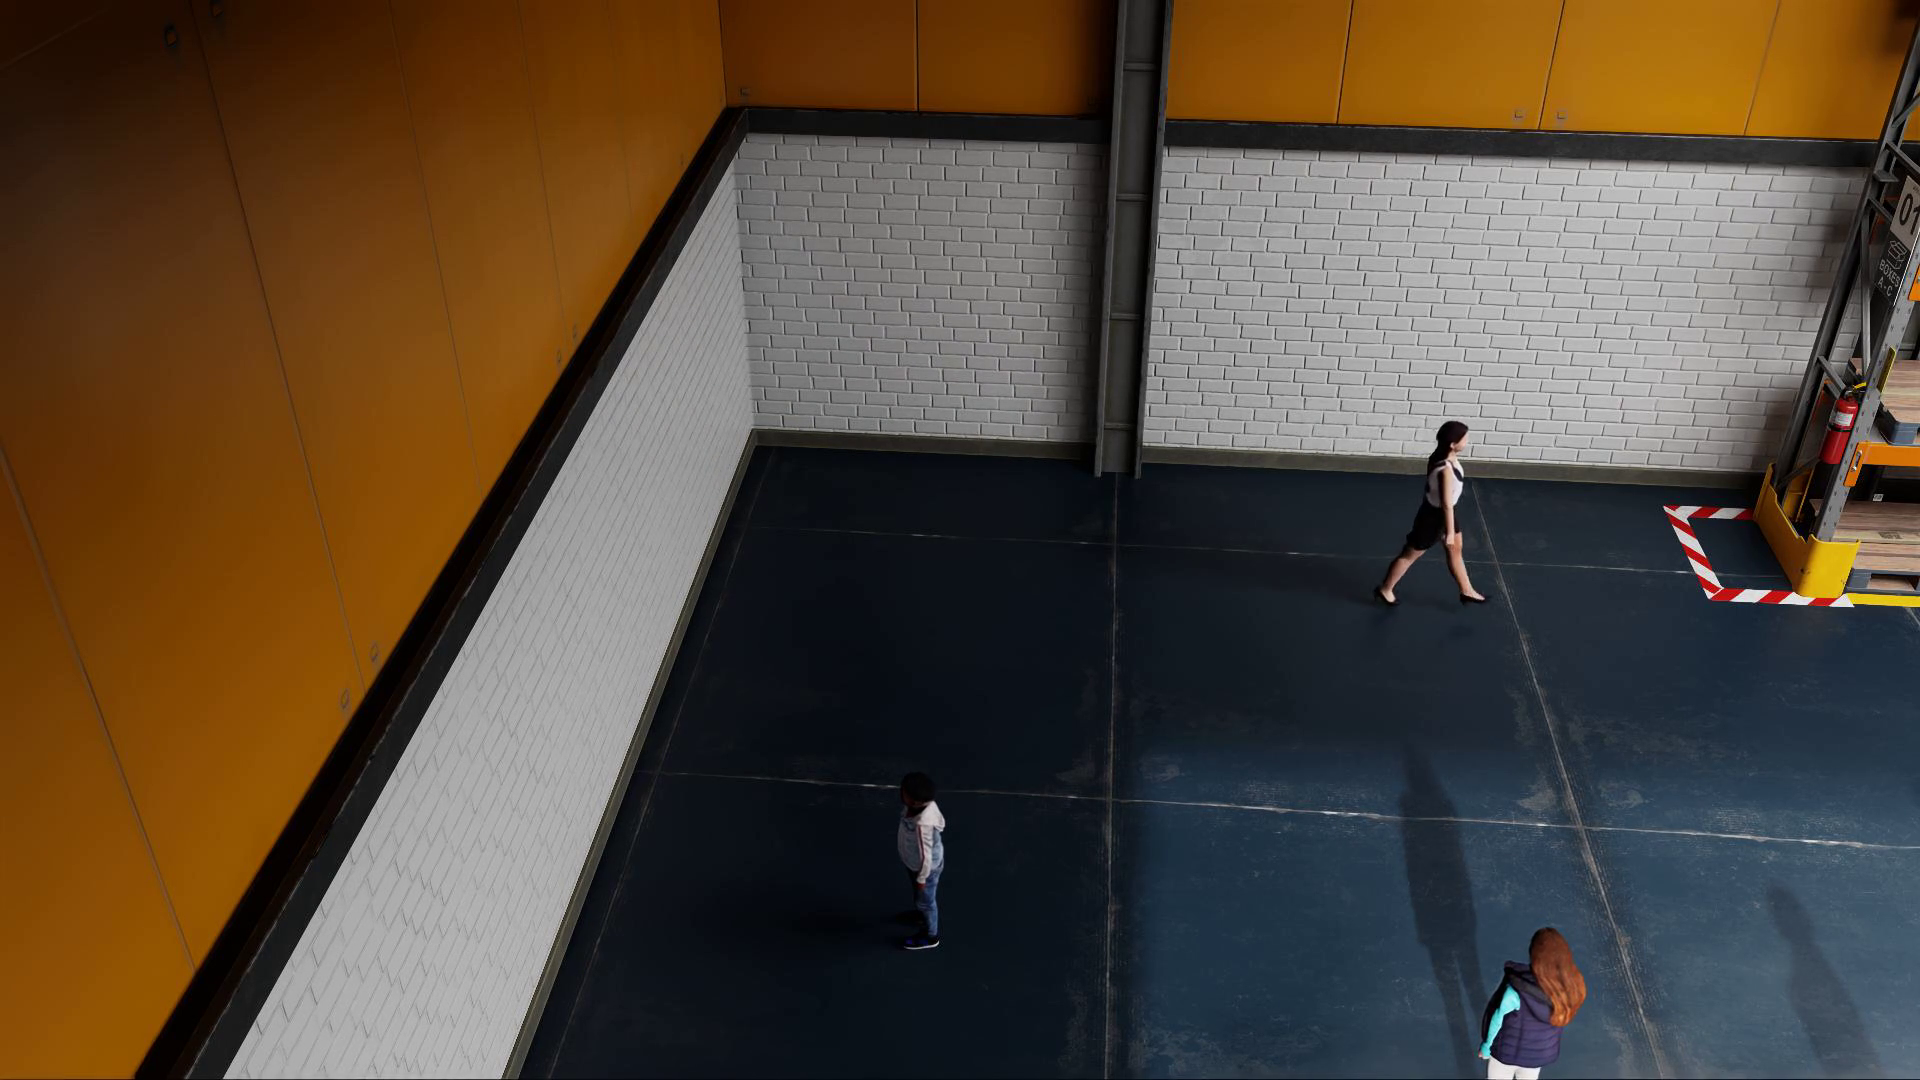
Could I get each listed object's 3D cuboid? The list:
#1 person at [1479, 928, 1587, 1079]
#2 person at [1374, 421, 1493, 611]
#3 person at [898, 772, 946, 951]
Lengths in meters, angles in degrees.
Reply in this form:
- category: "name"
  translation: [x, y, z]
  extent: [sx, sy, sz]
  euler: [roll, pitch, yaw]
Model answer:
- category: "person"
  translation: [2.795, 2.499, 8.256]
  extent: [0.623, 1.498, 0.715]
  euler: [-10, 35, -14]
- category: "person"
  translation: [3.366, -0.133, 12.116]
  extent: [1.102, 1.607, 0.664]
  euler: [6, 34, 9]
- category: "person"
  translation: [-0.211, 1.809, 9.509]
  extent: [0.503, 1.259, 0.490]
  euler: [0, 34, -1]
